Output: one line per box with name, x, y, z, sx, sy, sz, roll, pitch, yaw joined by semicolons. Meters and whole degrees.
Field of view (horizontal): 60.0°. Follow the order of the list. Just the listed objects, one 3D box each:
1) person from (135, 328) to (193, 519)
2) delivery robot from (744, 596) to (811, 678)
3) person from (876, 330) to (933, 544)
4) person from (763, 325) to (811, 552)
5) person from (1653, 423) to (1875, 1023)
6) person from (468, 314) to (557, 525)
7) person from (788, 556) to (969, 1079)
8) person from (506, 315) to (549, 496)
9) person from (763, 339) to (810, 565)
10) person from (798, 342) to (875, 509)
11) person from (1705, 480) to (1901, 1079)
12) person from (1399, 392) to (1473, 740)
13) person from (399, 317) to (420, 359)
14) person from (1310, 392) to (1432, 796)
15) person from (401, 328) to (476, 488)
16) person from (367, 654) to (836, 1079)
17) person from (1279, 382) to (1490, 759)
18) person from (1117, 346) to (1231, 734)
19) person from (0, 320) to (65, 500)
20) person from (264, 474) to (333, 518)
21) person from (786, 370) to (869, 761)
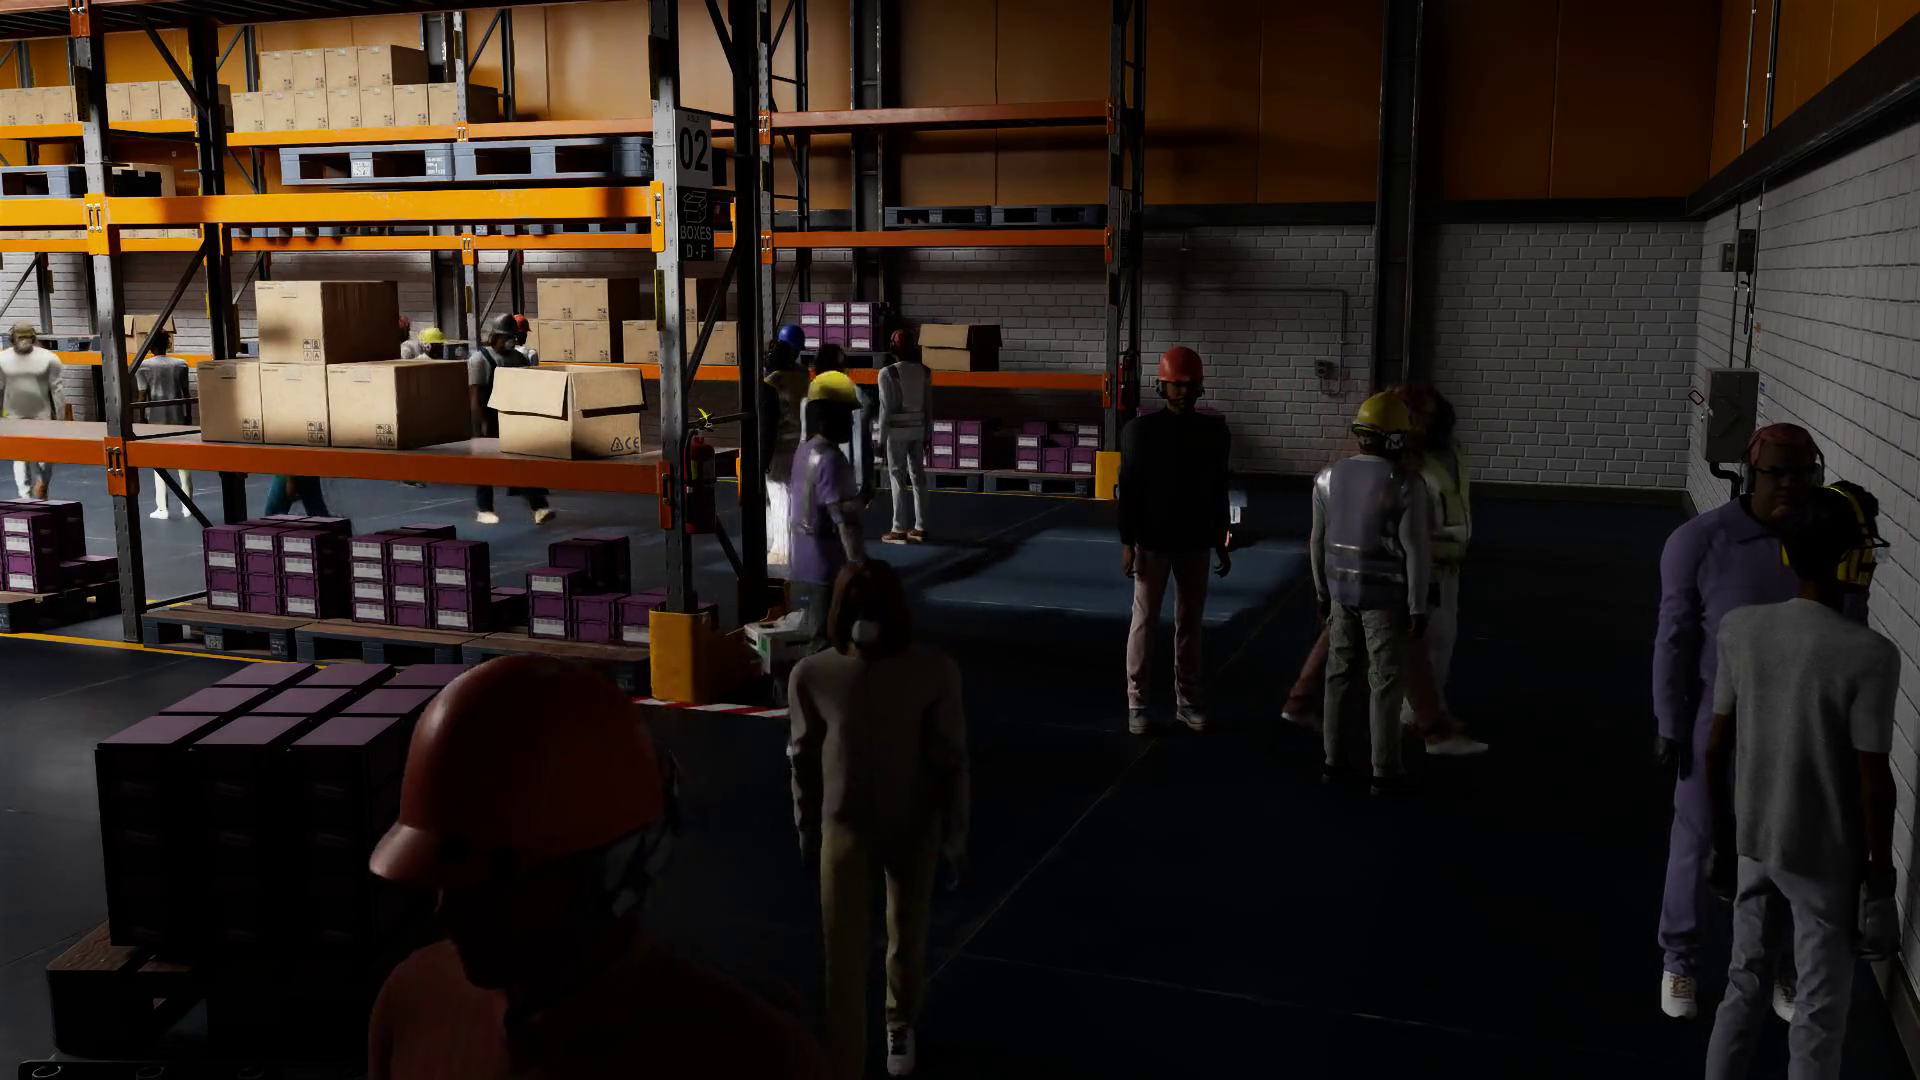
person;-7.708;-1.137;16.136;0.511;1.872;0.328;-8;12;-43
delivery robot;-0.839;0.559;9.305;0.707;0.478;0.477;-4;10;-26
person;-0.488;-0.906;14.634;0.582;1.882;0.338;-7;12;-39
person;-1.471;-0.864;14.211;0.407;1.937;0.602;7;12;39
person;2.511;0.584;5.211;0.646;1.907;0.401;1;9;6
person;-4.240;-1.135;15.587;0.694;2.000;1.027;-8;12;-42
person;-0.228;0.837;4.622;0.502;1.587;0.855;0;9;-1
person;-4.683;-1.427;17.740;0.545;1.938;0.355;3;9;16
person;-1.471;-0.719;13.600;0.430;1.845;0.622;4;10;24
person;-0.799;-0.351;11.057;0.488;1.925;0.627;7;11;36
person;2.049;0.788;4.049;0.331;1.871;0.519;-4;10;-24
person;2.346;0.137;8.362;0.435;1.802;0.651;8;12;41
person;-6.554;-1.714;19.814;0.364;1.858;0.677;-1;9;-3
person;1.888;0.241;7.600;0.404;1.830;0.601;-8;12;-41
person;-5.788;-1.448;18.370;0.908;1.783;0.606;1;9;9
person;-0.409;1.087;1.822;0.612;1.978;0.452;6;11;34
person;2.088;0.140;8.228;1.035;1.848;0.651;3;10;20
person;1.109;0.004;8.572;0.609;1.996;0.383;-2;9;-12
person;-9.319;-1.243;16.650;0.650;1.913;0.530;-4;10;-26
person;-4.979;-0.506;12.435;0.999;1.796;0.584;1;9;4
person;-0.597;0.149;7.998;0.560;1.899;0.688;-2;9;-12
